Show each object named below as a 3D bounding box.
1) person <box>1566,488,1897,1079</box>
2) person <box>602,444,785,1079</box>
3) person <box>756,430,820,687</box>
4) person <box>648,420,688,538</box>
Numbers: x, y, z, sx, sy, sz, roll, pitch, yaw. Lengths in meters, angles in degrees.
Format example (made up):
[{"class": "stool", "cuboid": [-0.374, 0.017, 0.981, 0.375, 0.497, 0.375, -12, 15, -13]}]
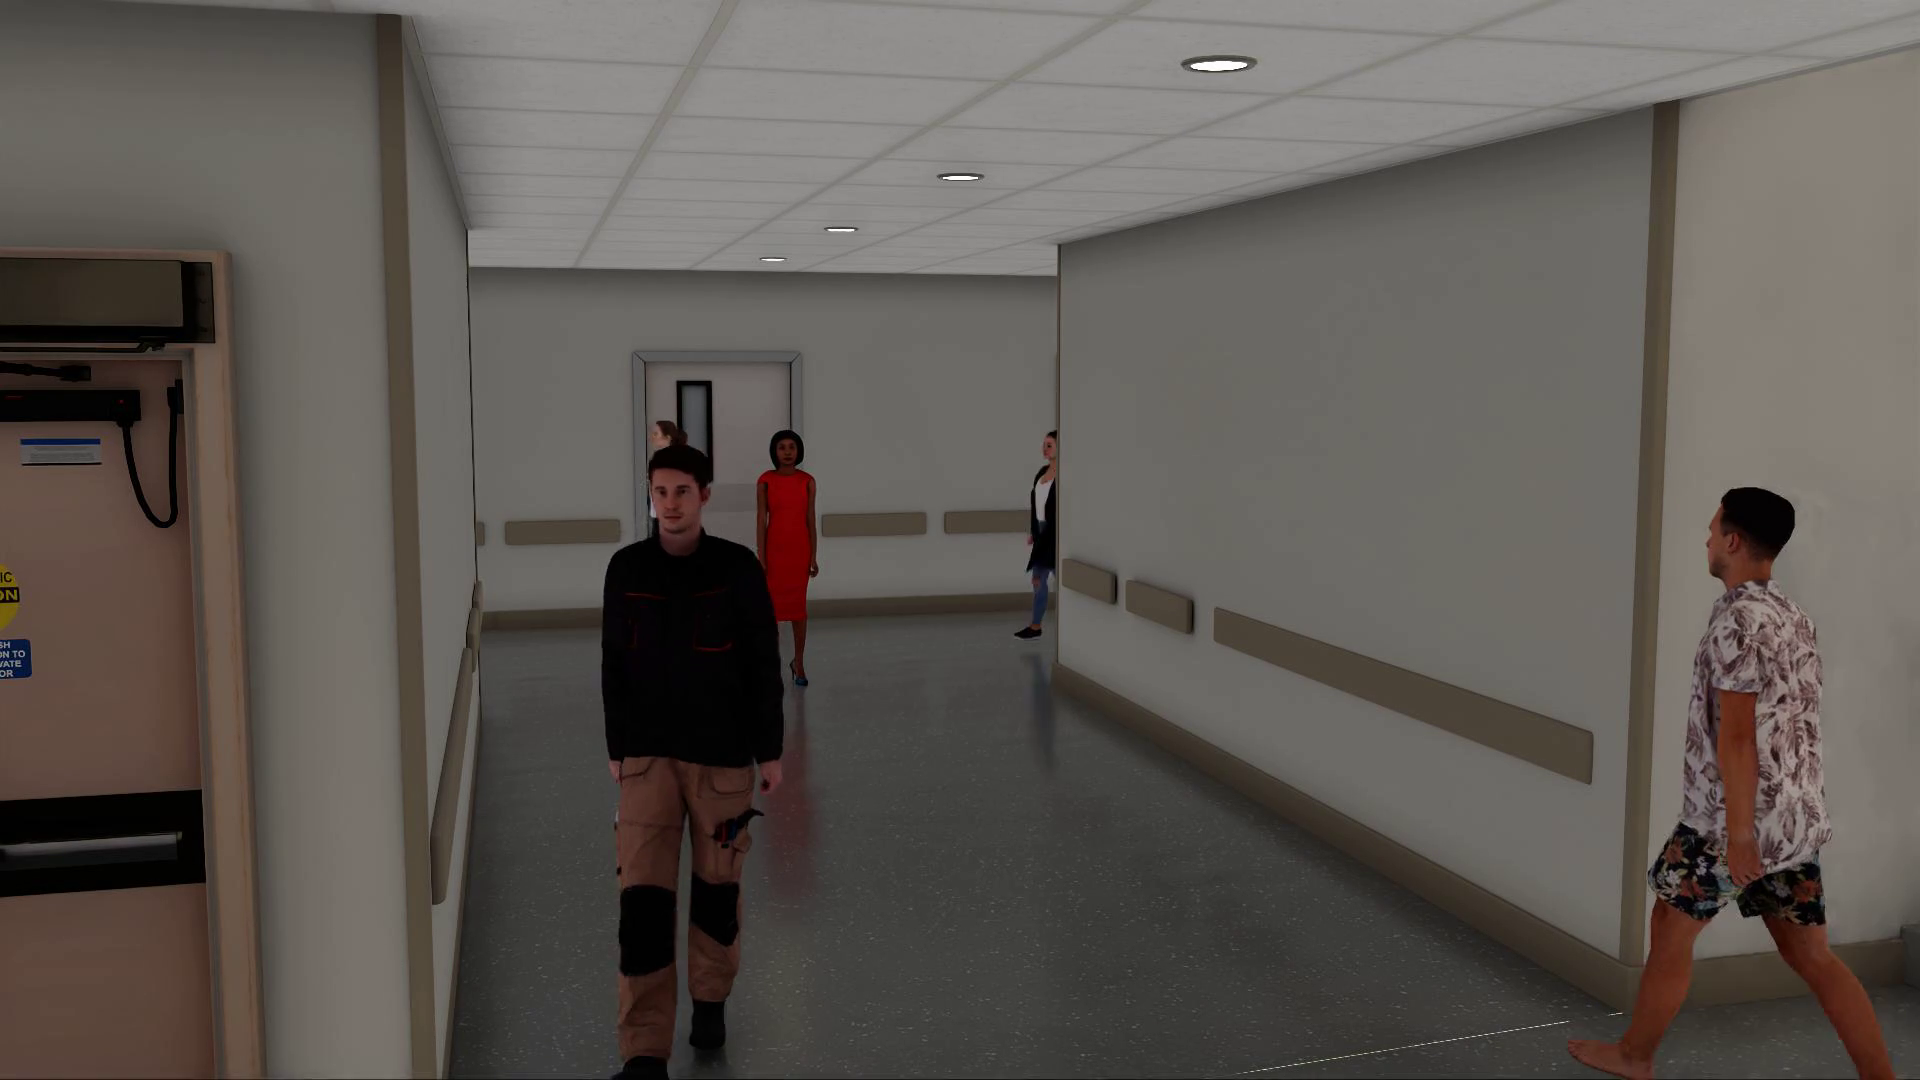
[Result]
[{"class": "person", "cuboid": [2.297, 0.783, 4.611, 1.203, 1.774, 1.040, -5, 7, -38]}, {"class": "person", "cuboid": [-0.814, 0.675, 5.124, 1.147, 1.887, 0.945, 0, 6, -4]}, {"class": "person", "cuboid": [-1.187, 0.121, 11.352, 0.433, 1.743, 0.630, -2, 6, -17]}, {"class": "person", "cuboid": [-2.400, -0.105, 13.559, 0.596, 1.751, 0.578, -1, 6, -13]}]
